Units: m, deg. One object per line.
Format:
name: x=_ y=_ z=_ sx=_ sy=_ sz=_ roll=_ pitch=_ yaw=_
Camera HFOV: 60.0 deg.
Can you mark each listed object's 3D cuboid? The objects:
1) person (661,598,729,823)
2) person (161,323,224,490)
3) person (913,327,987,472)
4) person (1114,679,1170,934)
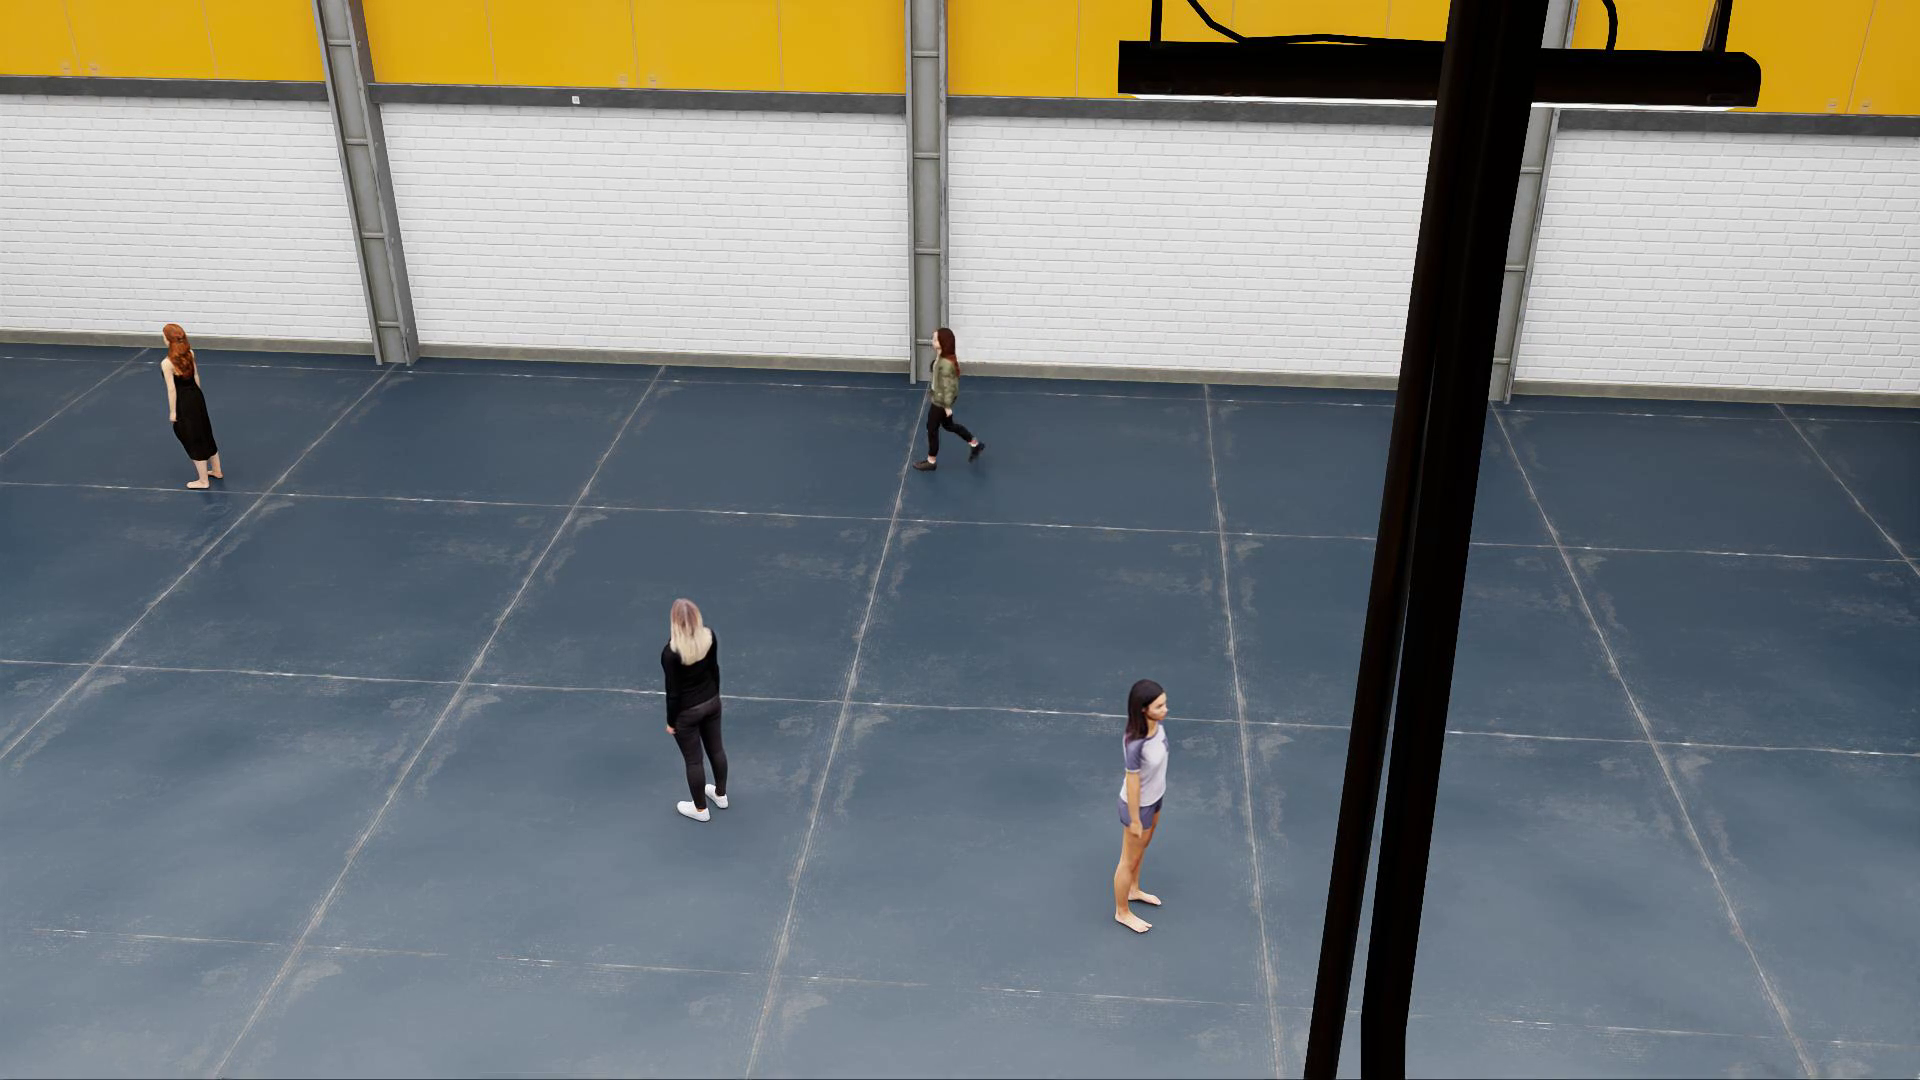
person: x=-1.765 y=1.138 z=11.131 sx=0.733 sy=1.685 sz=0.690 roll=25 pitch=37 yaw=38
person: x=-7.229 y=-1.264 z=15.597 sx=0.618 sy=1.625 sz=0.609 roll=7 pitch=29 yaw=13
person: x=-0.088 y=-1.347 z=15.926 sx=0.966 sy=1.455 sz=0.652 roll=-1 pitch=29 yaw=-2
person: x=1.116 y=1.603 z=10.227 sx=0.614 sy=1.734 sz=0.643 roll=12 pitch=31 yaw=21
